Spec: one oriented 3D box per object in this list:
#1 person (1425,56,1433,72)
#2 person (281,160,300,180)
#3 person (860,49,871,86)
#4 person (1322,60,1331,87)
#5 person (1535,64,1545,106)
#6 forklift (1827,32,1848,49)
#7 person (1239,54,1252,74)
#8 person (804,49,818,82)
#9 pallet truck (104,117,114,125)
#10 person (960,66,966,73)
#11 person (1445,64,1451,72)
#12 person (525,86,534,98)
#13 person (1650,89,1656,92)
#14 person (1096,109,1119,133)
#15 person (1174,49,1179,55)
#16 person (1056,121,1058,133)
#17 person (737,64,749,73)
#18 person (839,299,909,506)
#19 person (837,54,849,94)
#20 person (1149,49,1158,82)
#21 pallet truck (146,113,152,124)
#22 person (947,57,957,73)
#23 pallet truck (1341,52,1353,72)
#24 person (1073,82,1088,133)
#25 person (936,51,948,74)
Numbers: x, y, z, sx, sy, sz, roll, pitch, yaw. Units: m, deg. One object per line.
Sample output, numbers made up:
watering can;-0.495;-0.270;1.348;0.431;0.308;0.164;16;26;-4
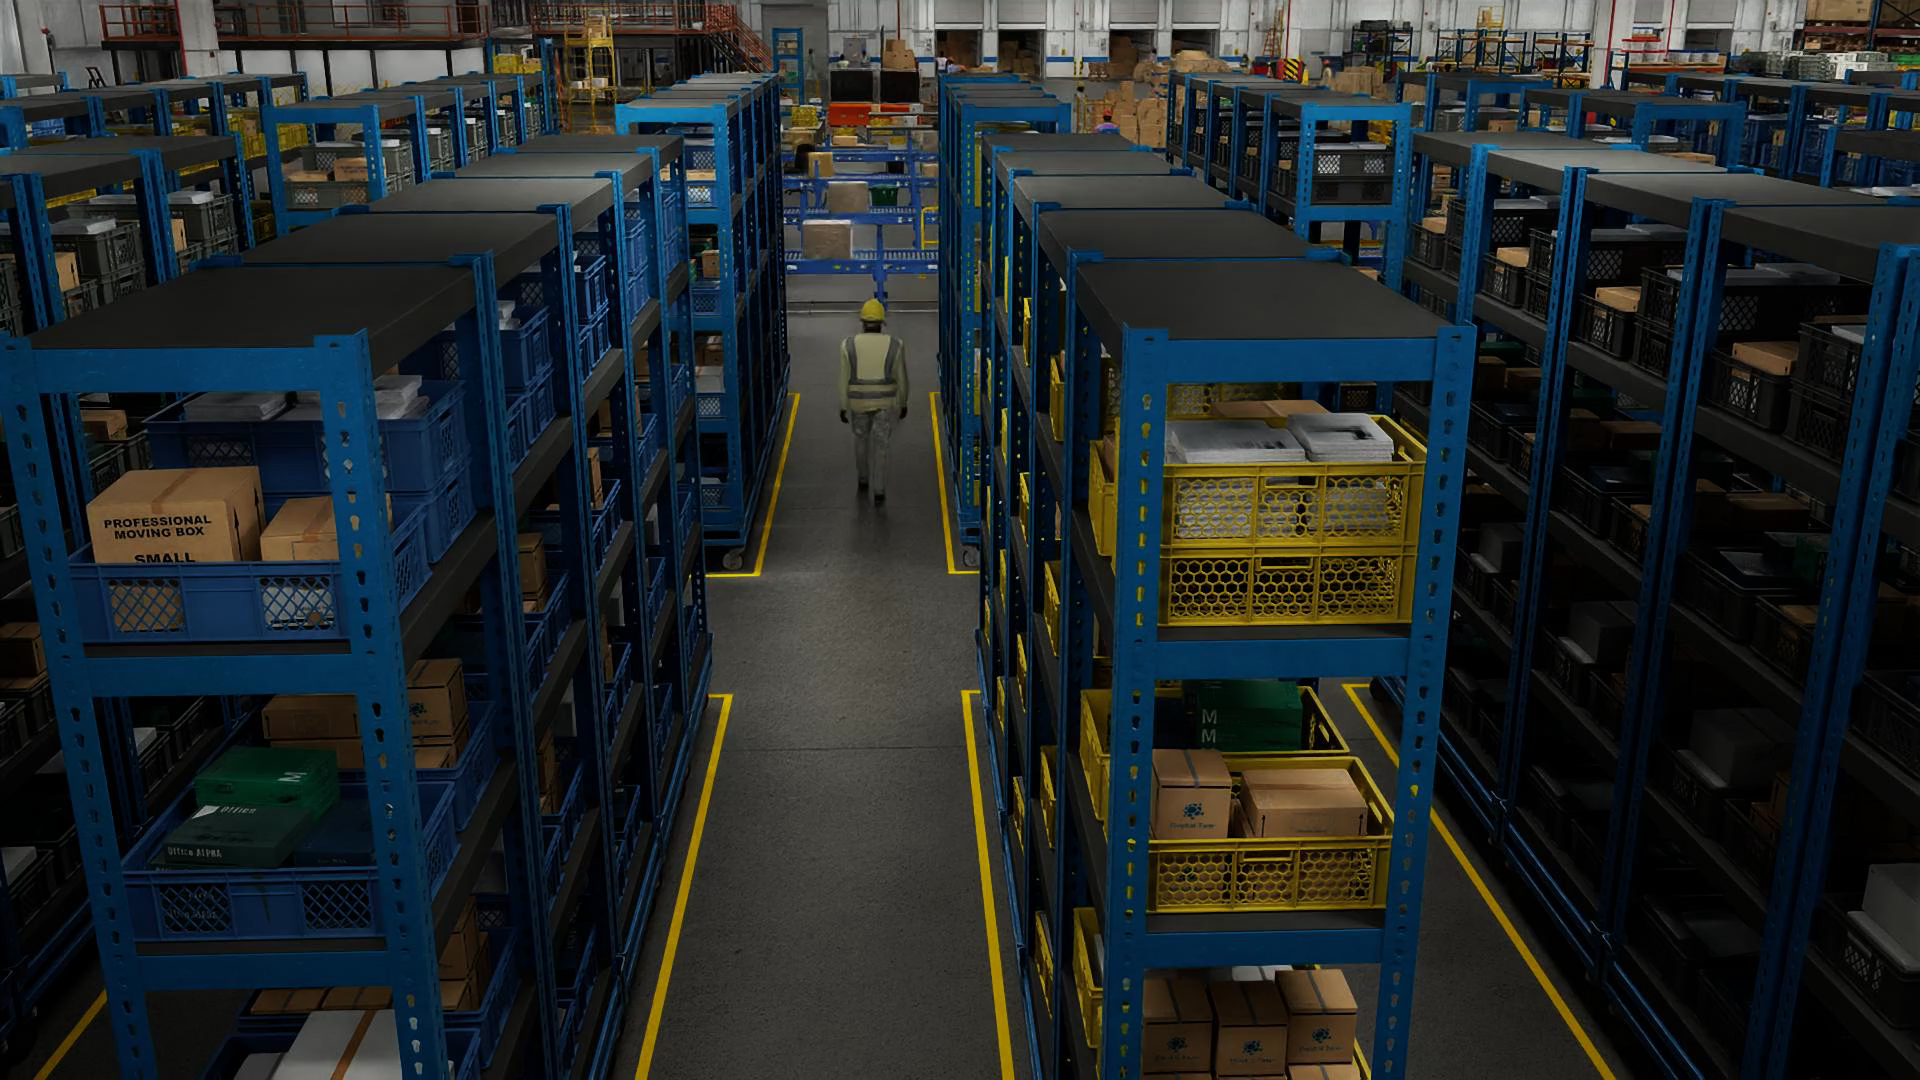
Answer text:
person;22.240;-22.043;79.073;0.353;1.883;0.573;11;21;30
person;-12.364;-6.323;30.706;0.532;1.729;0.927;-12;22;-34
person;-5.080;-25.303;89.068;0.612;1.947;0.403;9;20;25
person;16.121;-20.056;72.881;0.850;1.913;0.544;8;20;24
person;24.108;-18.866;69.286;0.531;1.860;0.331;-9;20;-25
forklift;46.026;-25.320;87.616;1.129;2.768;1.873;-1;18;-2
person;13.224;-21.678;77.690;0.713;2.000;0.702;13;22;36
person;-8.477;-26.823;94.008;0.974;1.787;0.643;0;18;0
pallet truck;-18.367;-7.885;35.078;1.885;1.965;0.823;1;18;2
person;0.108;-17.360;64.427;0.618;1.978;0.492;-12;22;-34
person;19.617;-18.173;66.976;0.376;1.959;0.600;7;19;20
person;-16.150;-16.677;62.534;0.347;1.841;0.505;0;18;-1
person;21.433;-13.181;51.884;0.531;1.741;0.758;-2;18;-7
person;3.438;-9.114;38.980;0.550;1.933;0.375;1;18;3
person;12.182;-26.636;93.348;0.580;1.844;0.537;-3;18;-9
person;2.256;-8.873;38.063;0.382;2.040;0.616;-3;18;-10
person;-9.005;-18.880;69.307;0.600;1.860;0.717;-6;19;-18
person;-0.762;-1.257;14.882;0.618;1.794;0.842;0;18;0
person;-5.713;-22.795;81.370;0.615;1.903;0.495;-4;18;-11
person;10.962;-26.727;93.666;0.727;1.814;0.640;-8;19;-23
pallet truck;-18.087;-8.309;36.390;1.885;1.965;0.823;-1;18;-4
person;-0.403;-21.042;75.887;0.552;1.936;0.358;-15;24;-40
pallet truck;18.794;-23.123;82.231;0.823;1.965;1.885;-13;22;-35
person;4.078;-14.688;56.585;0.504;1.711;0.816;5;19;16
person;-0.926;-24.512;86.686;0.609;1.898;0.549;-2;18;-6
